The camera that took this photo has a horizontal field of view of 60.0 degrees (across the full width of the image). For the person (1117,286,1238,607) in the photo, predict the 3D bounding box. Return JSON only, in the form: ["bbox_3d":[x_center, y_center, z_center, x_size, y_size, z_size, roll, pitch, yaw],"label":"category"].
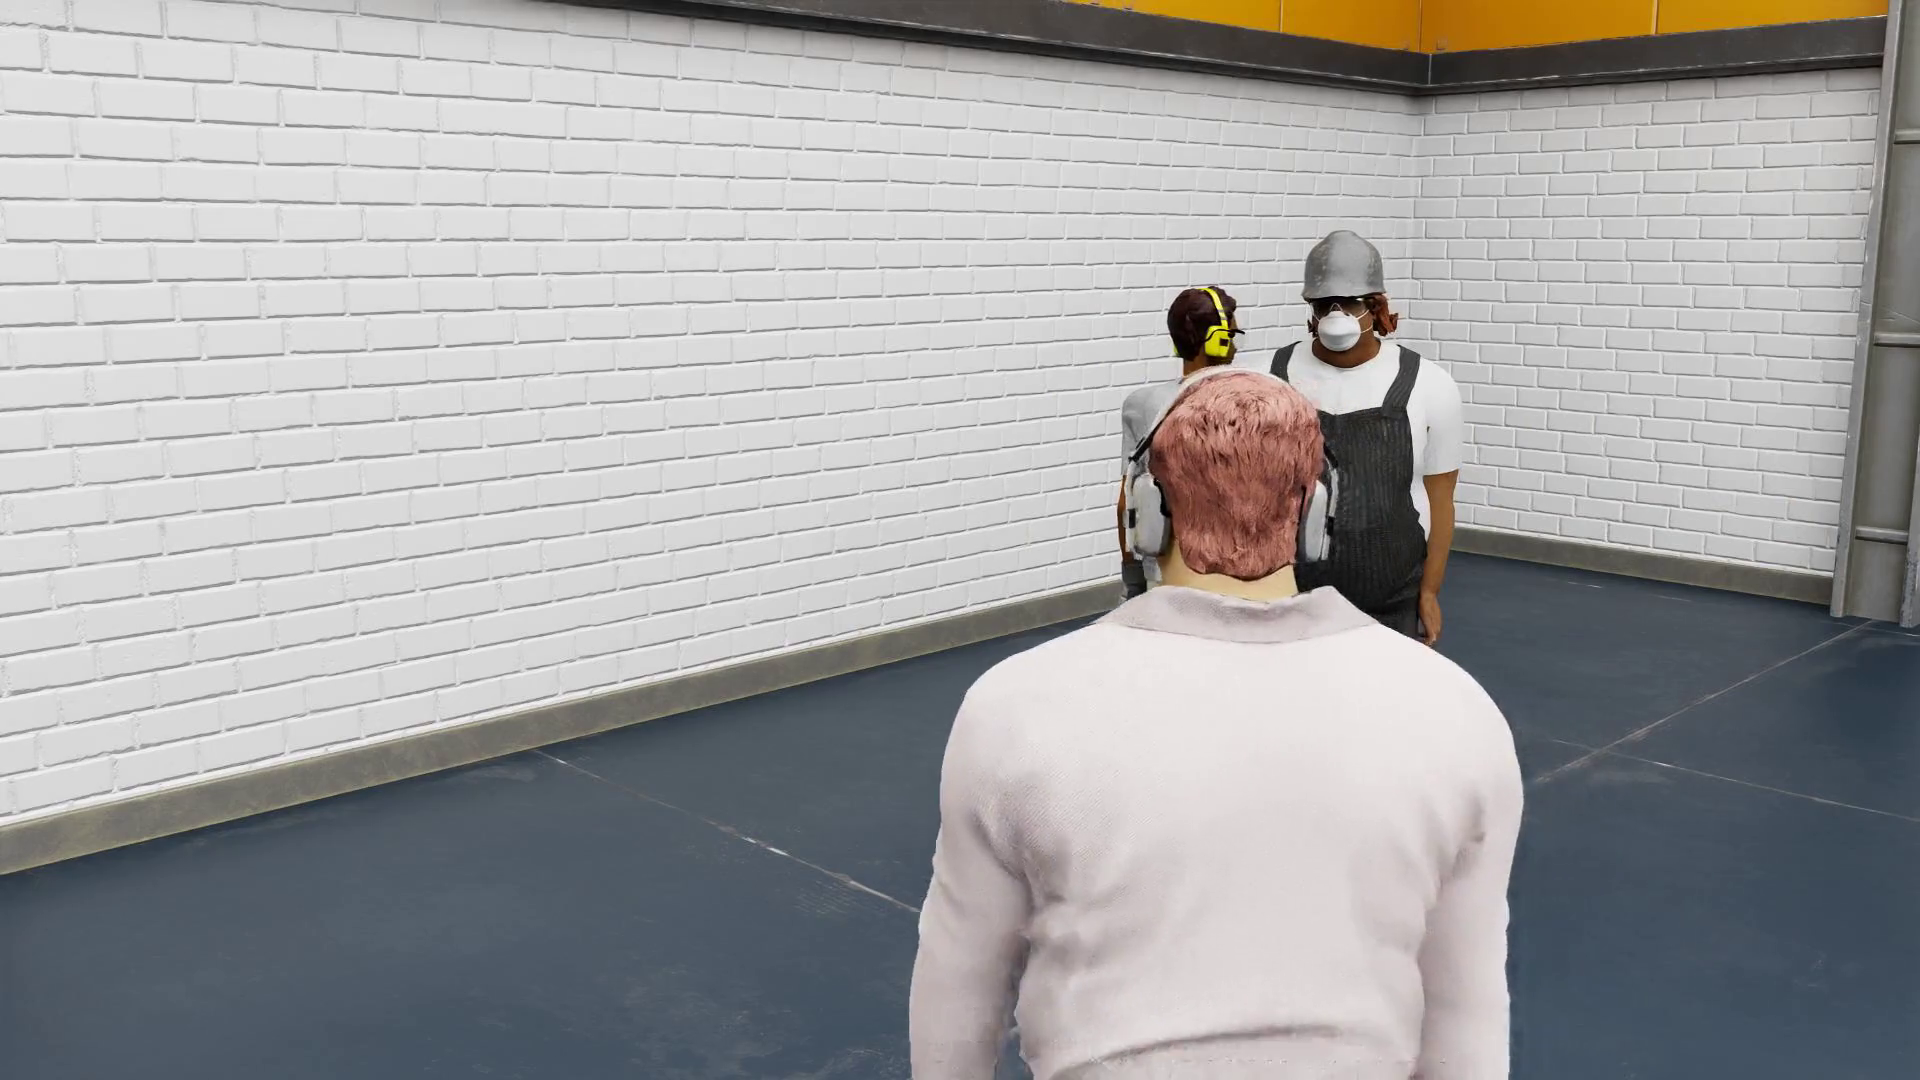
[{"bbox_3d":[0.737,0.139,5.269,0.515,1.866,0.333,6,12,32],"label":"person"}]

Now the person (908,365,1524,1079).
[{"bbox_3d":[0.266,0.722,2.063,0.664,1.864,0.933,-1,10,-8],"label":"person"}]

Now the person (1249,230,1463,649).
[{"bbox_3d":[1.102,0.118,4.900,0.683,2.000,0.537,3,11,17],"label":"person"}]
